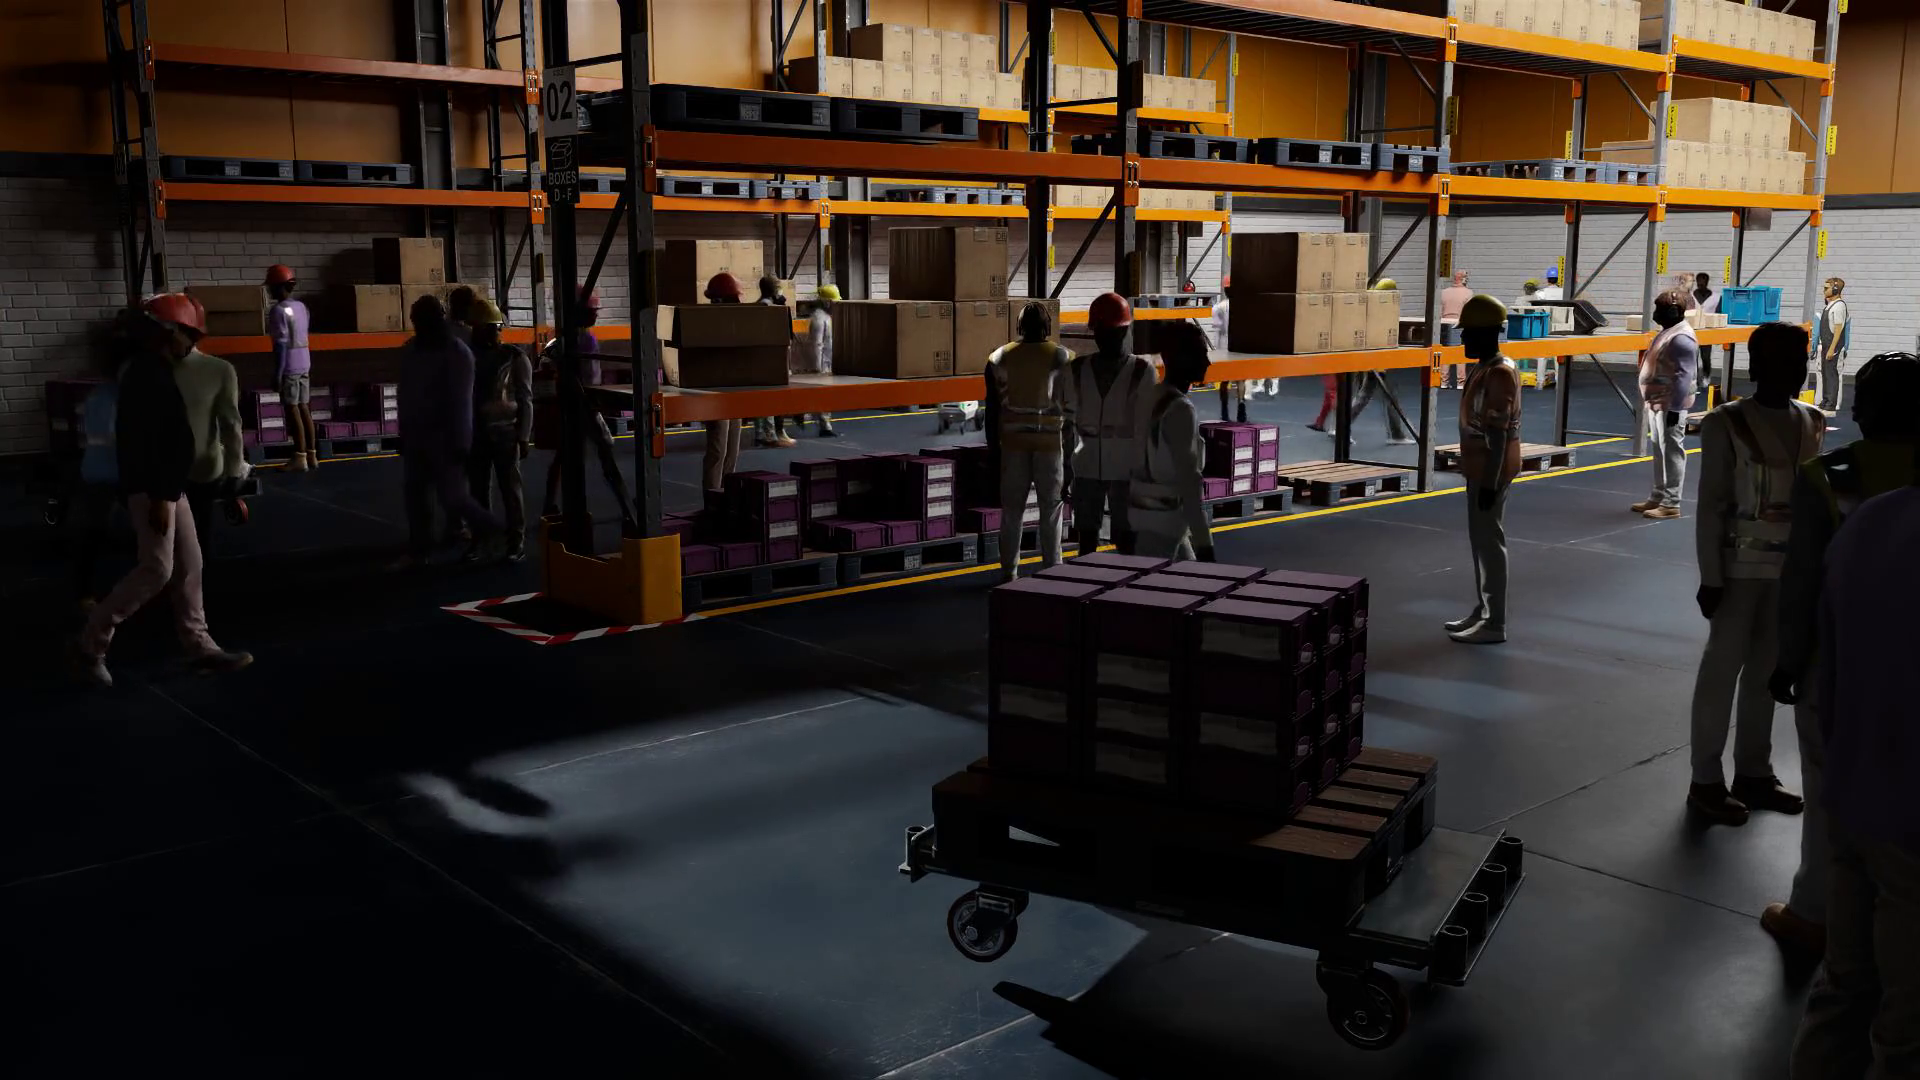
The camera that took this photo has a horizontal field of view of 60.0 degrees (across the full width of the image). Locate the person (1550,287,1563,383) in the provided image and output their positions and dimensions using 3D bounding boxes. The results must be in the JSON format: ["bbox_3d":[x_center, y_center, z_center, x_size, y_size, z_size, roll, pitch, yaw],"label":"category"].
[{"bbox_3d":[10.076,-3.583,27.921,0.477,1.907,0.538,-1,10,-6],"label":"person"}]

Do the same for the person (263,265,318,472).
[{"bbox_3d":[-6.638,-1.690,16.442,0.391,2.043,0.612,0,10,2],"label":"person"}]

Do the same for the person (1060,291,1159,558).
[{"bbox_3d":[0.795,-0.371,9.019,0.544,1.937,0.358,4,10,20],"label":"person"}]

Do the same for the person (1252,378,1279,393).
[{"bbox_3d":[4.810,-3.209,25.858,0.520,1.861,0.332,8,12,37],"label":"person"}]

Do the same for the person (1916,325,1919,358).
[{"bbox_3d":[8.681,-1.312,14.802,0.556,1.838,0.783,1,10,9],"label":"person"}]

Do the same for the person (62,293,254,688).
[{"bbox_3d":[-4.057,-0.242,8.298,0.844,1.937,0.692,-3,10,-18],"label":"person"}]

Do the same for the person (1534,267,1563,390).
[{"bbox_3d":[9.380,-3.344,26.392,0.615,1.943,0.399,2,10,9],"label":"person"}]

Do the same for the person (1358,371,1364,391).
[{"bbox_3d":[5.814,-3.009,24.371,0.616,1.964,0.361,0,10,1],"label":"person"}]

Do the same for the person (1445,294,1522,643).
[{"bbox_3d":[2.884,-0.389,9.193,0.395,1.919,0.582,1,10,6],"label":"person"}]

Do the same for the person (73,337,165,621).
[{"bbox_3d":[-4.910,-0.358,9.794,0.544,1.646,0.725,6,11,30],"label":"person"}]

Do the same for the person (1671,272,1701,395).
[{"bbox_3d":[11.059,-3.188,25.641,0.651,1.885,0.753,-8,12,-39],"label":"person"}]

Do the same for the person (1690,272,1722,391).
[{"bbox_3d":[11.777,-3.312,26.417,0.610,1.885,0.712,6,11,30],"label":"person"}]

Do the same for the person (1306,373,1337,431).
[{"bbox_3d":[4.423,-2.112,19.880,0.542,1.699,0.863,-5,11,-25],"label":"person"}]

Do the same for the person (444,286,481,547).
[{"bbox_3d":[-3.602,-0.918,12.328,0.621,1.905,0.730,7,12,36],"label":"person"}]

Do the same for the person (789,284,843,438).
[{"bbox_3d":[-1.664,-2.090,19.459,0.612,1.808,0.602,1,10,6],"label":"person"}]

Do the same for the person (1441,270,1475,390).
[{"bbox_3d":[7.928,-3.336,26.474,0.401,1.904,0.651,-8,13,-40],"label":"person"}]

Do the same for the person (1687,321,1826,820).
[{"bbox_3d":[3.036,0.116,6.321,0.584,1.882,0.348,-4,11,-23],"label":"person"}]

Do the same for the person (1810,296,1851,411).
[{"bbox_3d":[11.941,-2.585,22.845,0.515,1.640,0.315,0,10,2],"label":"person"}]

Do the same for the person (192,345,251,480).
[{"bbox_3d":[-6.810,-1.209,14.891,0.700,1.605,0.502,-7,12,-36],"label":"person"}]

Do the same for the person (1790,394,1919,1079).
[{"bbox_3d":[1.929,0.601,3.331,0.372,1.937,0.627,0,10,1],"label":"person"}]

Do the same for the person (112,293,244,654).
[{"bbox_3d":[-4.253,-0.373,9.070,0.642,1.924,1.053,-5,11,-27],"label":"person"}]

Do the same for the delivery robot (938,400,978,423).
[{"bbox_3d":[-0.019,-1.619,20.086,0.477,0.478,0.707,3,10,15],"label":"delivery robot"}]

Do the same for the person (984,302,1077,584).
[{"bbox_3d":[0.469,-0.596,10.644,0.625,1.836,0.429,3,10,15],"label":"person"}]

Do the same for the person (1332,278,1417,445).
[{"bbox_3d":[4.661,-1.994,18.687,0.952,1.888,0.596,-2,10,-9],"label":"person"}]

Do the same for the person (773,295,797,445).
[{"bbox_3d":[-2.076,-1.920,18.787,0.320,1.695,0.538,-8,13,-39],"label":"person"}]

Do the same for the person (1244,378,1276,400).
[{"bbox_3d":[4.402,-2.873,24.582,0.585,1.616,0.513,-6,12,-32],"label":"person"}]

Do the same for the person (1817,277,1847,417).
[{"bbox_3d":[11.506,-2.544,22.011,0.345,1.846,0.508,3,10,15],"label":"person"}]

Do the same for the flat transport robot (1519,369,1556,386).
[{"bbox_3d":[9.576,-2.705,27.550,0.652,0.197,1.431,7,12,34],"label":"flat transport robot"}]

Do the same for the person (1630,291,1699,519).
[{"bbox_3d":[5.739,-1.094,13.524,0.430,1.844,0.624,2,10,9],"label":"person"}]

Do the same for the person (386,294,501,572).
[{"bbox_3d":[-3.509,-0.720,11.239,0.757,1.882,0.654,7,12,36],"label":"person"}]

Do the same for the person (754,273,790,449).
[{"bbox_3d":[-2.118,-1.977,18.411,0.356,1.938,0.635,-3,10,-18],"label":"person"}]

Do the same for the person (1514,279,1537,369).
[{"bbox_3d":[9.871,-3.678,29.014,0.548,1.722,0.355,-3,10,-18],"label":"person"}]

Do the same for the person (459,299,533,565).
[{"bbox_3d":[-3.244,-0.740,11.481,0.600,1.831,0.404,2,10,14],"label":"person"}]

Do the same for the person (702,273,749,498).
[{"bbox_3d":[-1.812,-1.052,12.824,0.375,1.997,0.609,3,10,16],"label":"person"}]

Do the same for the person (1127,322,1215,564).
[{"bbox_3d":[0.970,-0.072,7.595,1.002,1.828,0.604,-1,10,-5],"label":"person"}]

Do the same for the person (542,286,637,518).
[{"bbox_3d":[-2.952,-1.065,13.226,1.003,1.878,0.571,-9,13,-41],"label":"person"}]

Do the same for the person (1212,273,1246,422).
[{"bbox_3d":[3.440,-2.403,20.973,0.546,1.921,0.745,1,10,3],"label":"person"}]

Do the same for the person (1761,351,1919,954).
[{"bbox_3d":[2.767,0.352,5.063,0.627,1.844,0.429,0,10,-3],"label":"person"}]
